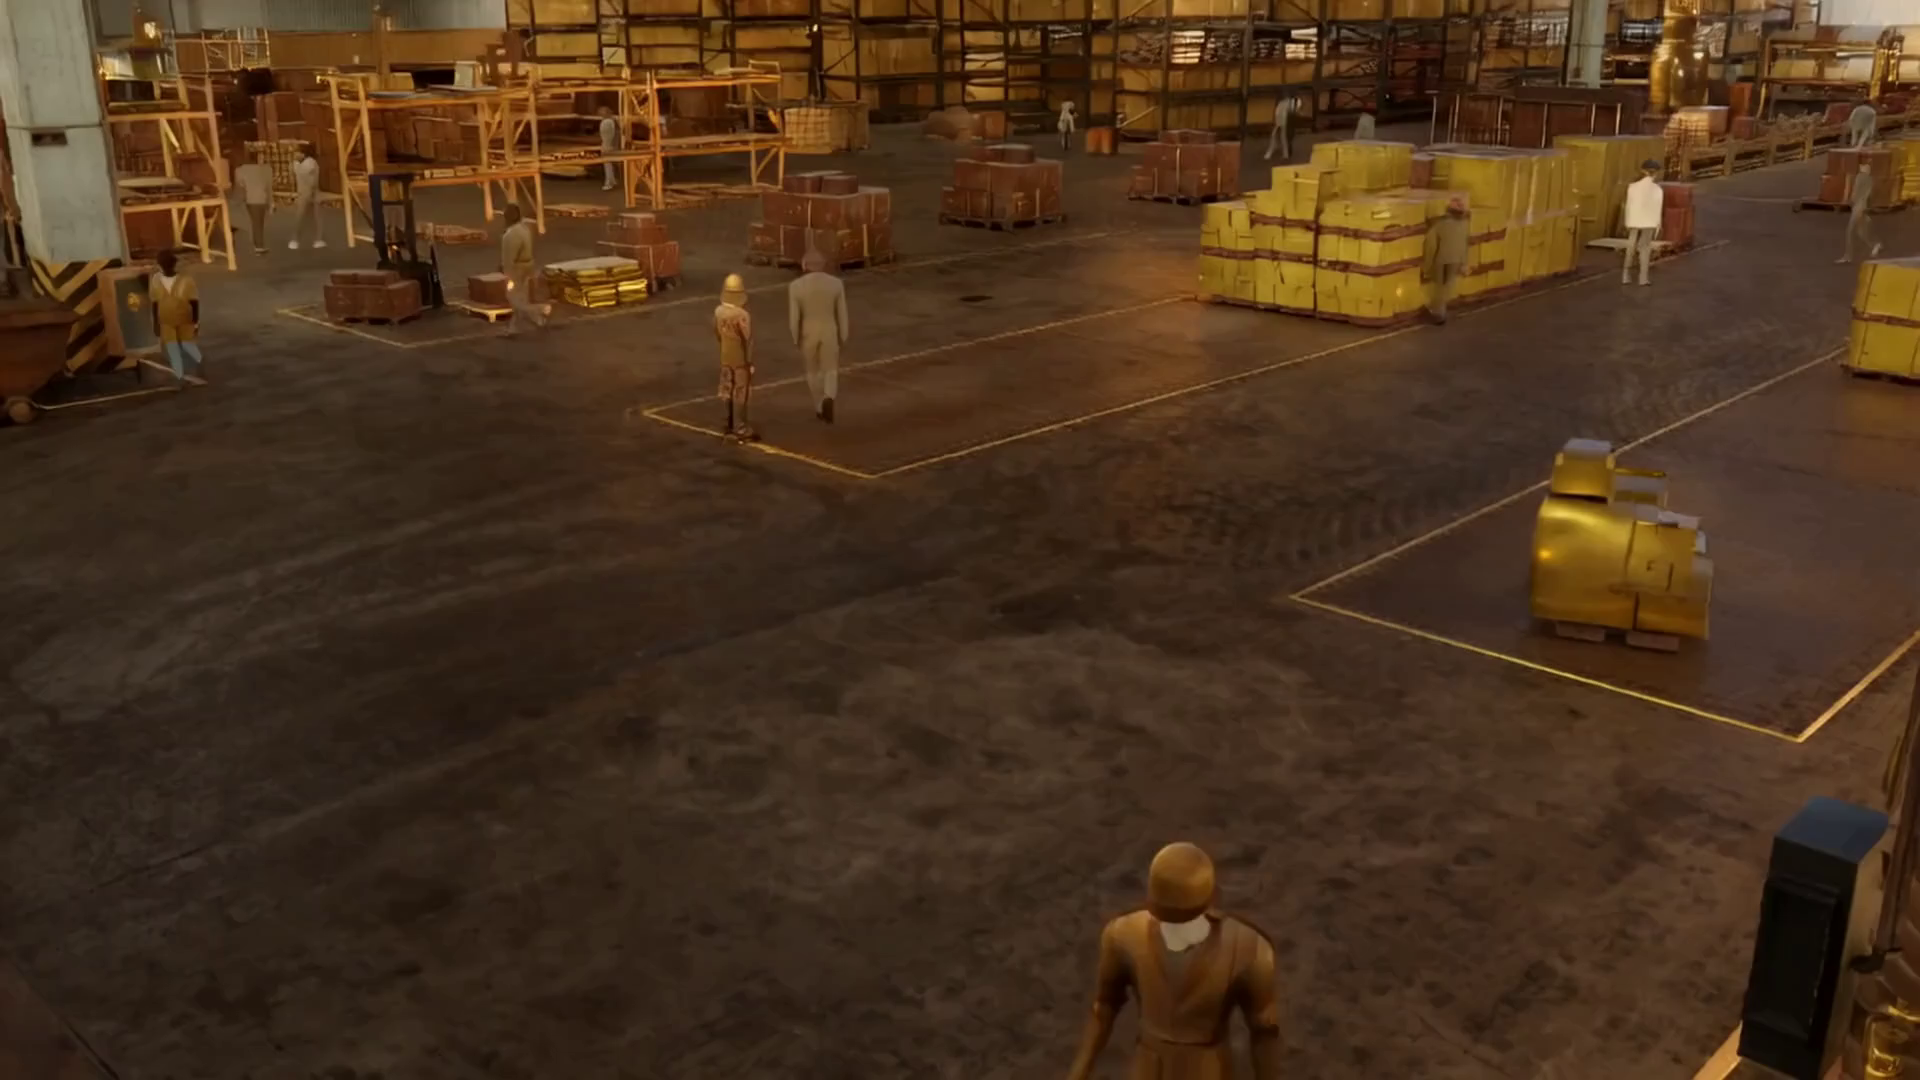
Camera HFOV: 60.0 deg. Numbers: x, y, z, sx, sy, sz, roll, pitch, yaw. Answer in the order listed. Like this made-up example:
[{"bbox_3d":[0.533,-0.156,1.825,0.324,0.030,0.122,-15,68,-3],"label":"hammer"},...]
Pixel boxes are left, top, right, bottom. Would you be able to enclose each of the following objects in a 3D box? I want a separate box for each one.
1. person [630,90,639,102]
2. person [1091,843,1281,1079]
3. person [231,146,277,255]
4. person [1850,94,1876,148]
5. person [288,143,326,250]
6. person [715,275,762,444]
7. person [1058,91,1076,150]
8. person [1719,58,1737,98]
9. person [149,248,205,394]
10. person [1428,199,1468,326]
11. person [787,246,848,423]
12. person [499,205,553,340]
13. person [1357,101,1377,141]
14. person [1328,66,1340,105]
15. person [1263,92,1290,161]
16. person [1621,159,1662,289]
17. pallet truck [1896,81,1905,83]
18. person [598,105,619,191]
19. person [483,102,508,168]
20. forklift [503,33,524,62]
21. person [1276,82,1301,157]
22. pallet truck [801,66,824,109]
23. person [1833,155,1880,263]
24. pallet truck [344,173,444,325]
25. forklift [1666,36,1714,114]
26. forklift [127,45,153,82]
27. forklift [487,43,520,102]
[{"bbox_3d":[-8.980,-11.385,45.637,0.957,1.901,0.557,17,25,42],"label":"person"},{"bbox_3d":[0.773,1.862,5.703,0.663,1.898,0.507,6,19,16],"label":"person"},{"bbox_3d":[-12.570,-6.032,29.541,0.718,1.855,0.993,-12,22,-32],"label":"person"},{"bbox_3d":[24.452,-11.151,45.081,0.589,1.796,0.896,15,24,38],"label":"person"},{"bbox_3d":[-11.804,-6.190,29.983,0.634,1.886,0.982,3,19,8],"label":"person"},{"bbox_3d":[-2.299,-1.870,17.193,0.492,1.742,0.316,13,23,35],"label":"person"},{"bbox_3d":[3.102,-12.206,48.430,0.541,1.686,0.468,3,19,10],"label":"person"},{"bbox_3d":[30.125,-17.869,65.134,0.763,1.913,0.639,-9,21,-26],"label":"person"},{"bbox_3d":[-9.124,-2.579,19.416,0.545,1.680,0.565,-2,18,-7],"label":"person"},{"bbox_3d":[6.861,-3.879,23.223,0.653,1.744,0.548,-15,24,-39],"label":"person"},{"bbox_3d":[-1.522,-2.175,17.847,0.638,1.914,0.717,-2,18,-6],"label":"person"},{"bbox_3d":[-5.826,-3.538,22.100,0.723,1.818,0.635,2,18,6],"label":"person"},{"bbox_3d":[9.919,-9.674,40.423,0.570,1.922,0.404,-12,22,-33],"label":"person"},{"bbox_3d":[15.067,-18.349,67.020,0.511,1.625,0.408,-5,19,-15],"label":"person"},{"bbox_3d":[8.771,-11.340,45.621,0.534,1.816,0.997,-9,20,-24],"label":"person"},{"bbox_3d":[10.710,-4.953,26.085,0.379,1.996,0.611,-13,22,-34],"label":"person"},{"bbox_3d":[34.802,-16.331,61.455,0.653,1.274,1.630,17,25,41],"label":"pallet truck"},{"bbox_3d":[-8.223,-9.162,38.836,0.444,1.957,0.653,1,18,4],"label":"person"},{"bbox_3d":[-11.552,-9.993,41.394,0.597,1.915,0.370,-1,18,-3],"label":"person"},{"bbox_3d":[-17.818,-18.864,66.617,1.129,2.768,1.873,17,25,41],"label":"forklift"},{"bbox_3d":[9.163,-11.787,46.608,0.682,2.000,0.537,-5,19,-16],"label":"person"},{"bbox_3d":[-4.812,-15.182,56.903,0.823,1.965,1.885,-9,21,-26],"label":"pallet truck"},{"bbox_3d":[15.403,-5.627,28.346,0.664,1.853,0.534,-1,18,-3],"label":"person"},{"bbox_3d":[-8.209,-4.181,23.757,0.823,1.965,1.885,3,19,9],"label":"pallet truck"},{"bbox_3d":[27.341,-17.291,61.877,1.129,2.768,1.873,17,25,41],"label":"forklift"},{"bbox_3d":[-25.544,-14.056,52.129,1.873,2.768,1.129,-2,18,-5],"label":"forklift"},{"bbox_3d":[-14.866,-14.828,54.456,1.873,2.768,1.129,17,25,41],"label":"forklift"}]
